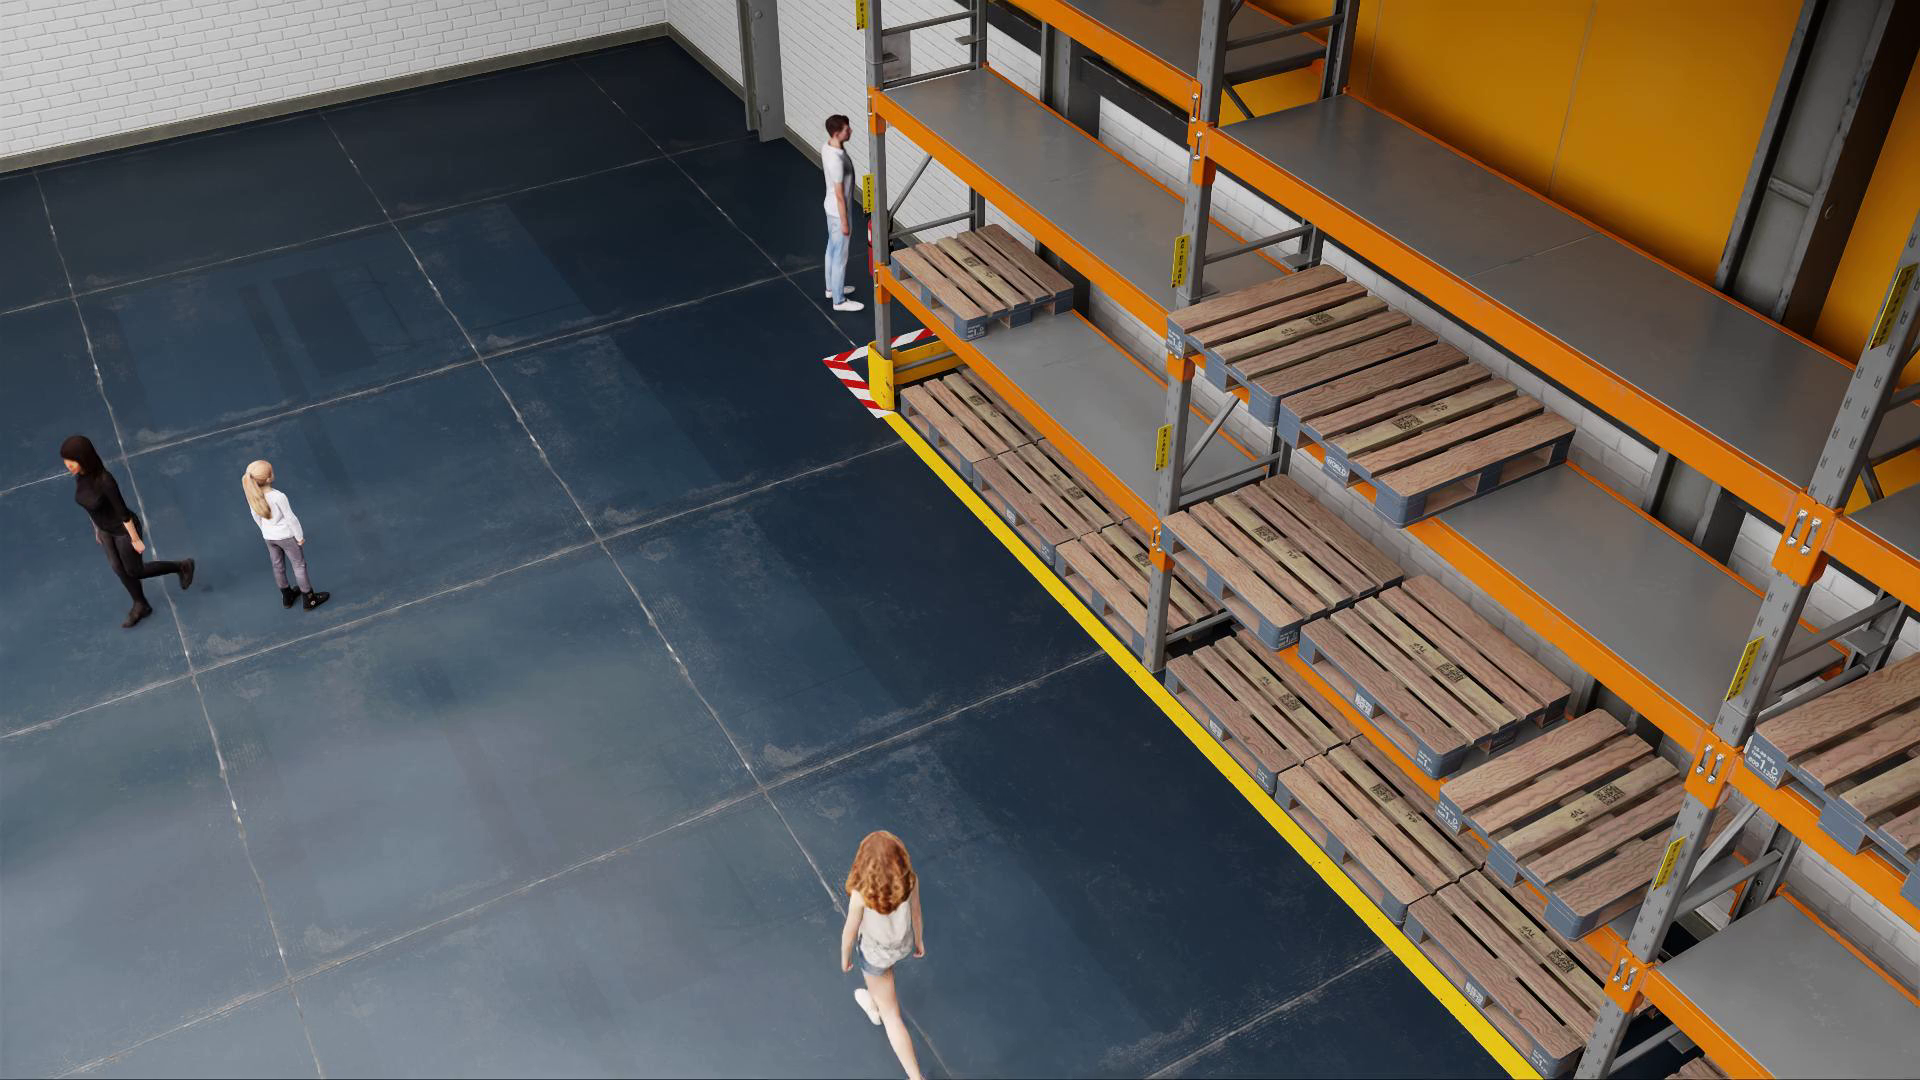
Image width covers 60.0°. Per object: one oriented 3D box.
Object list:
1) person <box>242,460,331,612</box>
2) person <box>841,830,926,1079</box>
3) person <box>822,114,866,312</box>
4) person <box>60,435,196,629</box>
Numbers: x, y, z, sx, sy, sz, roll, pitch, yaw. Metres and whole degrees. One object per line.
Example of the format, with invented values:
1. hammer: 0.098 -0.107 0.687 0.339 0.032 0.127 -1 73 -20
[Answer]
1. person: -4.848 -0.035 11.849 0.579 1.279 0.640 10 40 12
2. person: -0.346 2.225 8.664 0.580 1.722 1.096 -20 43 -24
3. person: -1.106 -2.983 15.082 0.771 1.850 0.585 -9 39 -11
4. person: -5.835 -0.115 11.674 0.870 1.622 0.848 21 43 24
